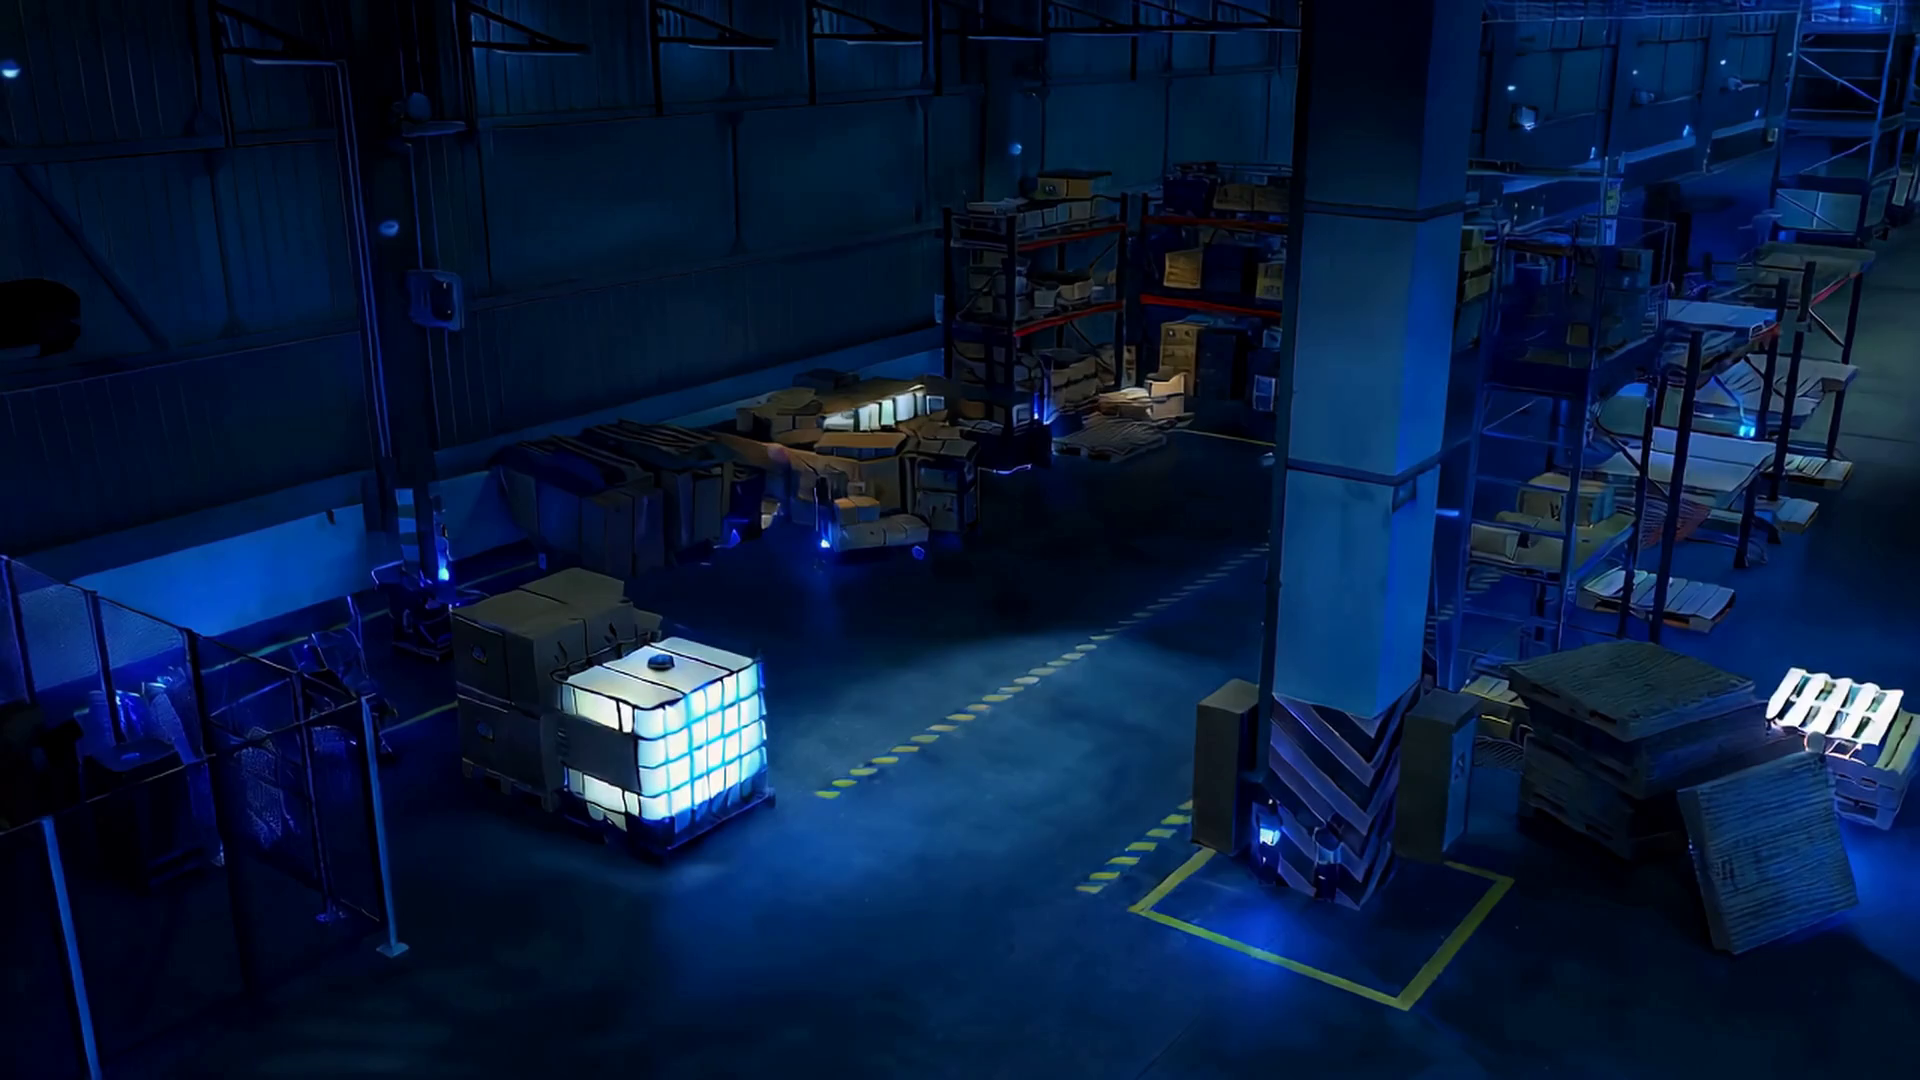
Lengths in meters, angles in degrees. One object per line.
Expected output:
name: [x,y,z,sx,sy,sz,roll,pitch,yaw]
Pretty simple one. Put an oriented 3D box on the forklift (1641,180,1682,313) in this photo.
forklift: [11.337,-4.437,27.199,1.873,2.768,1.129,13,22,34]
